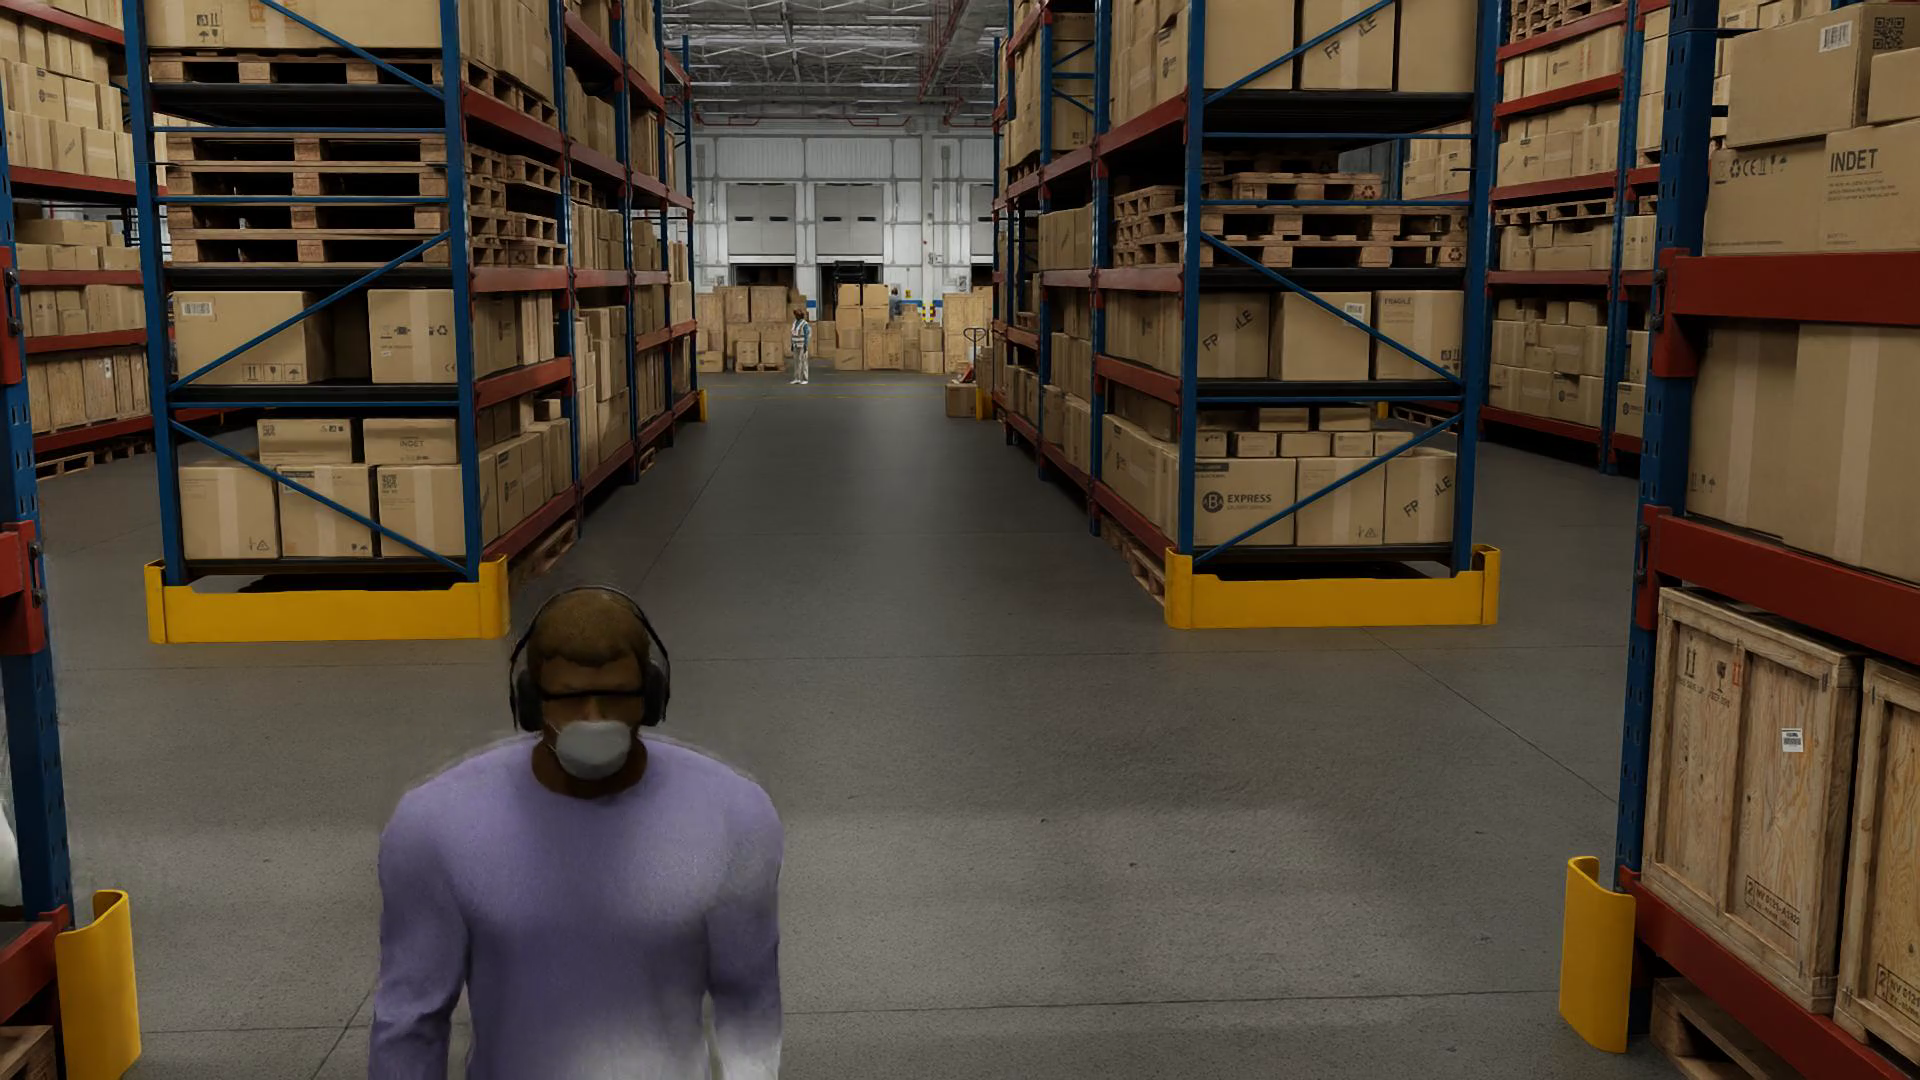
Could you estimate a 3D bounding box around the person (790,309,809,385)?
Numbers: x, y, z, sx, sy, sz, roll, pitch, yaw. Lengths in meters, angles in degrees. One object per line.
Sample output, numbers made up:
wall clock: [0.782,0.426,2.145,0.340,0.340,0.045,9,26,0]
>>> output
person: [-3.460,-4.173,35.923,0.511,1.638,0.308,9,12,43]

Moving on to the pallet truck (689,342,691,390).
pallet truck: [-5.225,-3.008,27.480,1.885,1.965,0.823,2,9,14]

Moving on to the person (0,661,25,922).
person: [-3.710,0.594,6.086,0.801,1.592,0.523,4,10,25]

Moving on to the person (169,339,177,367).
person: [-13.970,-3.334,30.056,0.596,1.835,1.004,1,9,4]

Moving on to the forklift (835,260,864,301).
forklift: [-3.478,-7.434,52.512,1.129,2.768,1.873,-1,9,-4]

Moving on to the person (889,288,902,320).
person: [-2.306,-7.810,57.863,0.638,1.928,0.373,3,10,21]

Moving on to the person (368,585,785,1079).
person: [-0.598,0.998,2.703,0.641,1.890,1.011,-1,9,-7]
